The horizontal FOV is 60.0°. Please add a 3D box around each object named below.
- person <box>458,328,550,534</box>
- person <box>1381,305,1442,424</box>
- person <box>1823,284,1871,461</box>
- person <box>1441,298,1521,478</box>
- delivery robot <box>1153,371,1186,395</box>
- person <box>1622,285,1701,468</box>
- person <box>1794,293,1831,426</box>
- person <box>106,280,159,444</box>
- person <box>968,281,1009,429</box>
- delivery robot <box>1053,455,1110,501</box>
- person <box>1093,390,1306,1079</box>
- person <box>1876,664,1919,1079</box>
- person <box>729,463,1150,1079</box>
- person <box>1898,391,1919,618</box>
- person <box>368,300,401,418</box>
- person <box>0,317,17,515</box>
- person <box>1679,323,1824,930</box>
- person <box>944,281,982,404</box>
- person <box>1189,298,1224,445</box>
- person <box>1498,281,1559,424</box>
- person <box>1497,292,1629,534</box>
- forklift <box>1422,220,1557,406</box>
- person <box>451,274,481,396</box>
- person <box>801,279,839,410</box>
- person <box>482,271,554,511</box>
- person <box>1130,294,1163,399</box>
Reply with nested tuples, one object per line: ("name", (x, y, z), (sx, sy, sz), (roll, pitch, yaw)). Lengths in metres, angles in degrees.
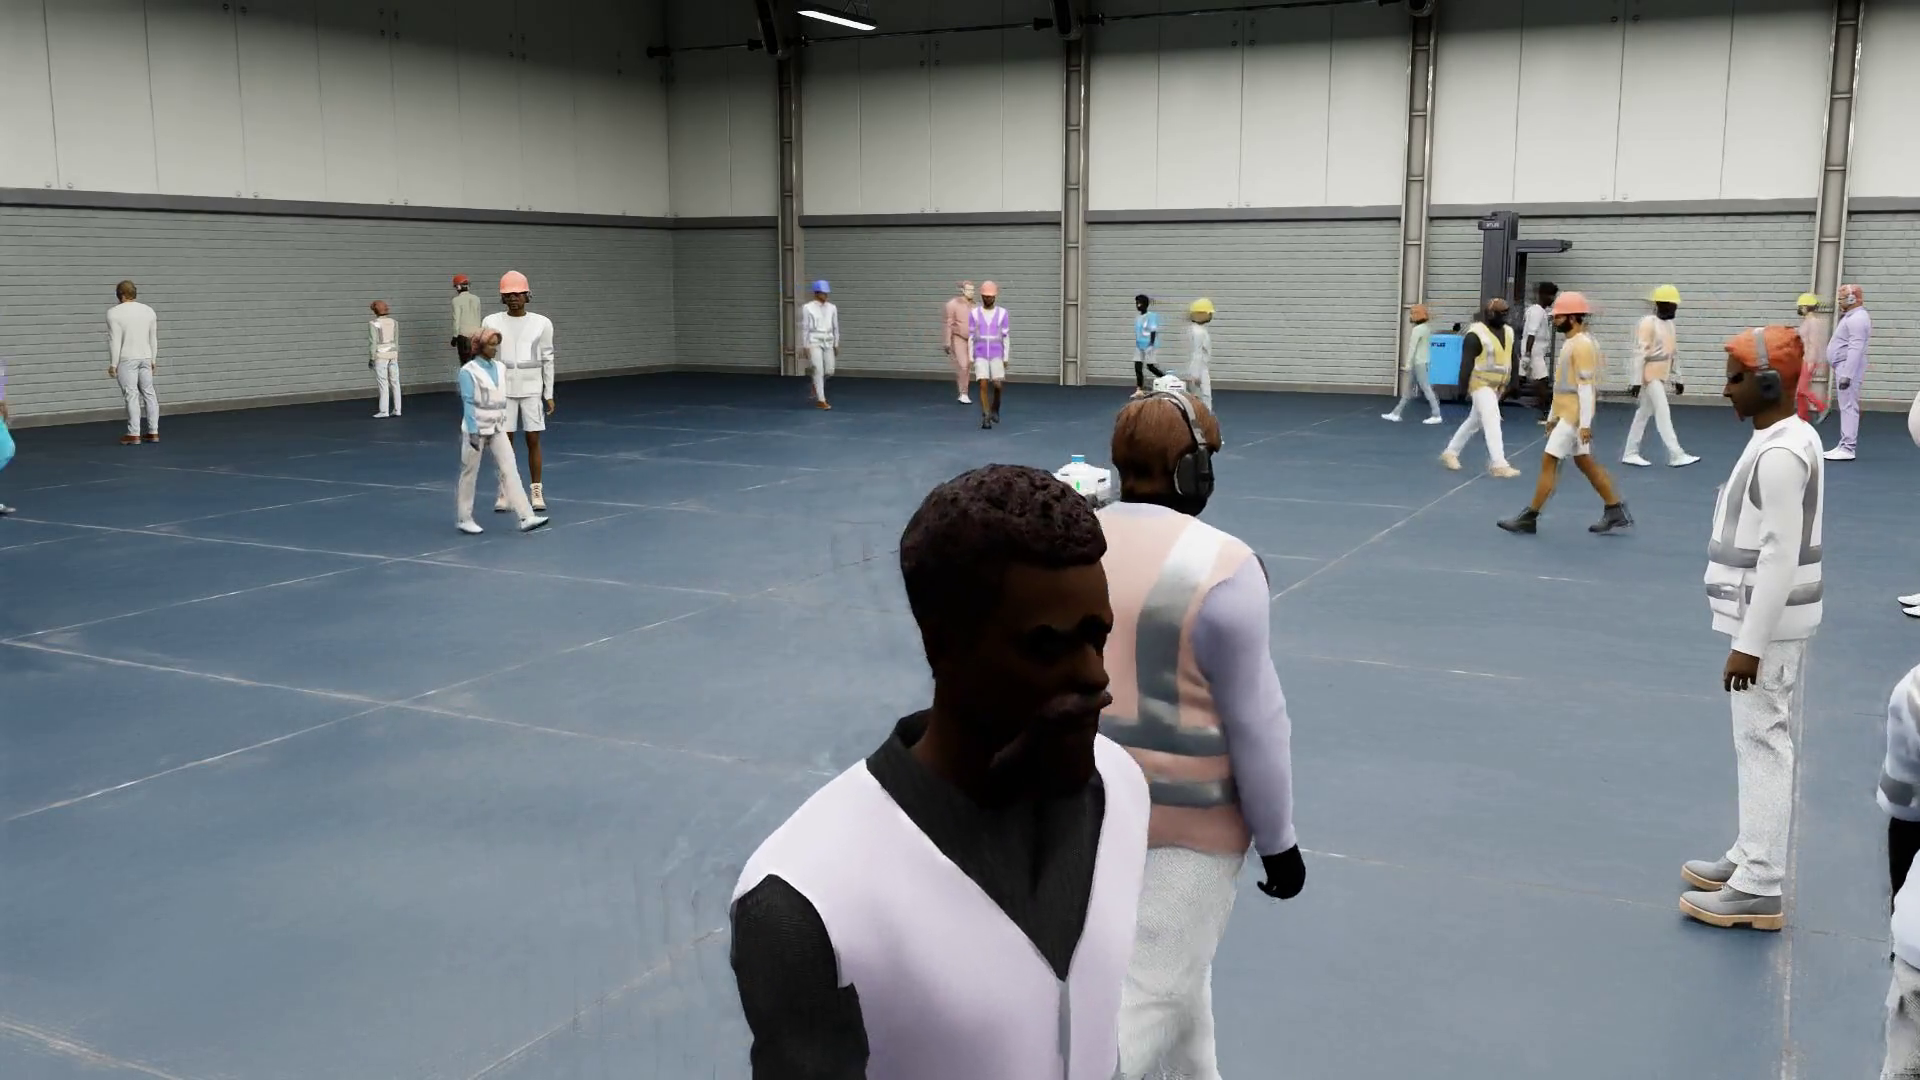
("person", (-3.605, -0.829, 12.866), (0.839, 1.591, 0.548), (5, 10, 26))
("person", (6.139, -2.368, 22.406), (0.847, 1.582, 0.515), (5, 11, 29))
("person", (9.627, -1.820, 18.073), (0.406, 1.903, 0.636), (5, 10, 27))
("person", (5.284, -1.559, 16.847), (0.608, 1.790, 1.005), (-7, 12, -38))
("delivery robot", (3.150, -2.300, 25.012), (0.477, 0.478, 0.707), (-1, 9, -8))
("person", (7.335, -1.679, 17.229), (0.926, 1.884, 0.616), (9, 13, 44))
("person", (10.951, -2.300, 21.464), (0.448, 1.756, 0.540), (1, 9, 9))
("person", (-9.838, -2.117, 19.785), (0.370, 1.941, 0.627), (5, 10, 27))
("person", (0.371, -2.425, 21.759), (0.546, 1.923, 0.476), (0, 9, 1))
("delivery robot", (0.965, -0.457, 13.647), (0.477, 0.478, 0.707), (5, 10, 27))
("person", (0.386, 0.582, 3.561), (0.897, 1.808, 0.622), (-6, 11, -32))
("person", (1.945, 0.740, 2.964), (0.802, 1.662, 0.555), (-6, 11, -35))
("person", (0.010, 0.854, 1.779), (1.024, 1.837, 0.619), (8, 12, 42))
("person", (5.848, -0.495, 9.880), (0.406, 1.909, 0.636), (5, 10, 27))
("person", (-8.027, -2.520, 23.195), (0.311, 1.640, 0.513), (5, 10, 27))
("person", (-8.141, -1.111, 13.909), (0.445, 1.831, 0.559), (-4, 10, -21))
("person", (2.515, 0.269, 5.242), (0.353, 1.883, 0.573), (5, 10, 27))
("person", (0.133, -3.027, 25.551), (0.669, 1.880, 0.749), (-5, 11, -30))
("person", (2.775, -1.981, 19.582), (0.652, 1.725, 0.492), (1, 9, 7))
("person", (7.650, -2.530, 22.429), (0.978, 1.918, 0.642), (3, 10, 17))
("person", (4.790, -0.985, 12.972), (0.987, 1.892, 0.562), (2, 9, 13))
("forklift", (8.245, -3.527, 25.720), (1.873, 2.768, 1.129), (5, 10, 27))
("person", (-8.165, -3.385, 27.463), (0.393, 1.986, 0.609), (5, 10, 27))
("person", (-2.106, -2.918, 24.783), (0.605, 1.928, 0.646), (-7, 11, -35))
("person", (-3.773, -1.267, 14.219), (0.605, 2.045, 0.381), (-2, 9, -11))
("person", (3.041, -3.117, 26.759), (0.639, 1.670, 0.535), (-7, 11, -36))
